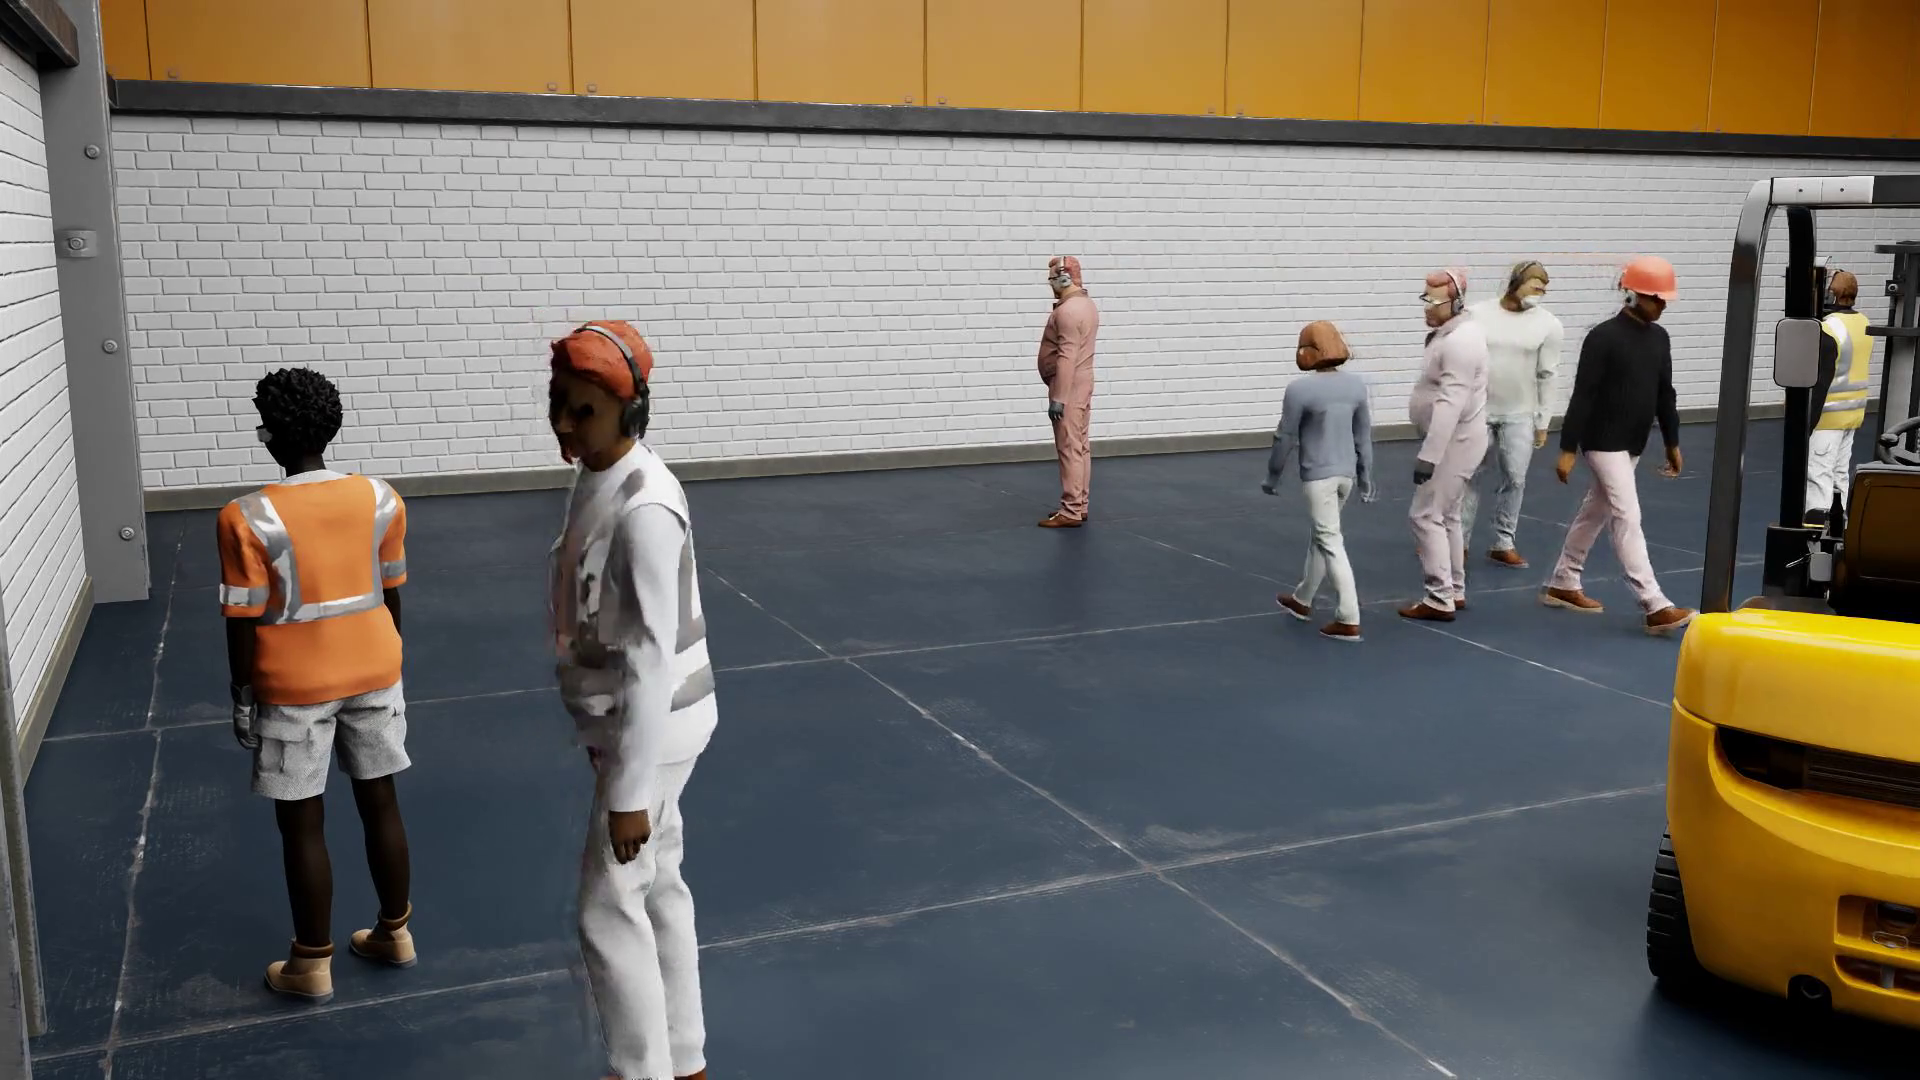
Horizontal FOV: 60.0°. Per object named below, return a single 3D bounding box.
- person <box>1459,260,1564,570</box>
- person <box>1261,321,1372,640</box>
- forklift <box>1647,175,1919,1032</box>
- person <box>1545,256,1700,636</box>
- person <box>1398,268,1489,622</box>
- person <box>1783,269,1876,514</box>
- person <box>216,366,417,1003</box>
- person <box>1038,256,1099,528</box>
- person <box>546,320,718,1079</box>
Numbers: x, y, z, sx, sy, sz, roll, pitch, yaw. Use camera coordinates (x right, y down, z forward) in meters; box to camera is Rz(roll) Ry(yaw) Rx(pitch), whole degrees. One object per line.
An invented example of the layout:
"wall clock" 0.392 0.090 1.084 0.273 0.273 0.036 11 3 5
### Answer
"person" 3.243 -0.756 10.204 0.797 1.900 0.398 4 11 20
"person" 1.816 -0.315 8.549 0.507 1.594 0.781 -7 12 -33
"forklift" 2.810 0.094 4.662 1.214 2.155 2.313 7 12 34
"person" 3.481 -0.495 8.639 0.696 1.919 1.046 -7 13 -35
"person" 2.556 -0.485 8.767 0.415 1.875 0.656 2 11 12
"person" 5.164 -0.692 9.964 0.626 1.844 0.429 -9 13 -40
"person" -1.708 0.385 4.457 0.321 1.689 0.530 9 13 40
"person" 0.746 -1.037 11.703 0.408 1.903 0.638 3 11 16
"person" -0.723 0.449 3.671 0.375 1.861 0.603 -3 11 -16
